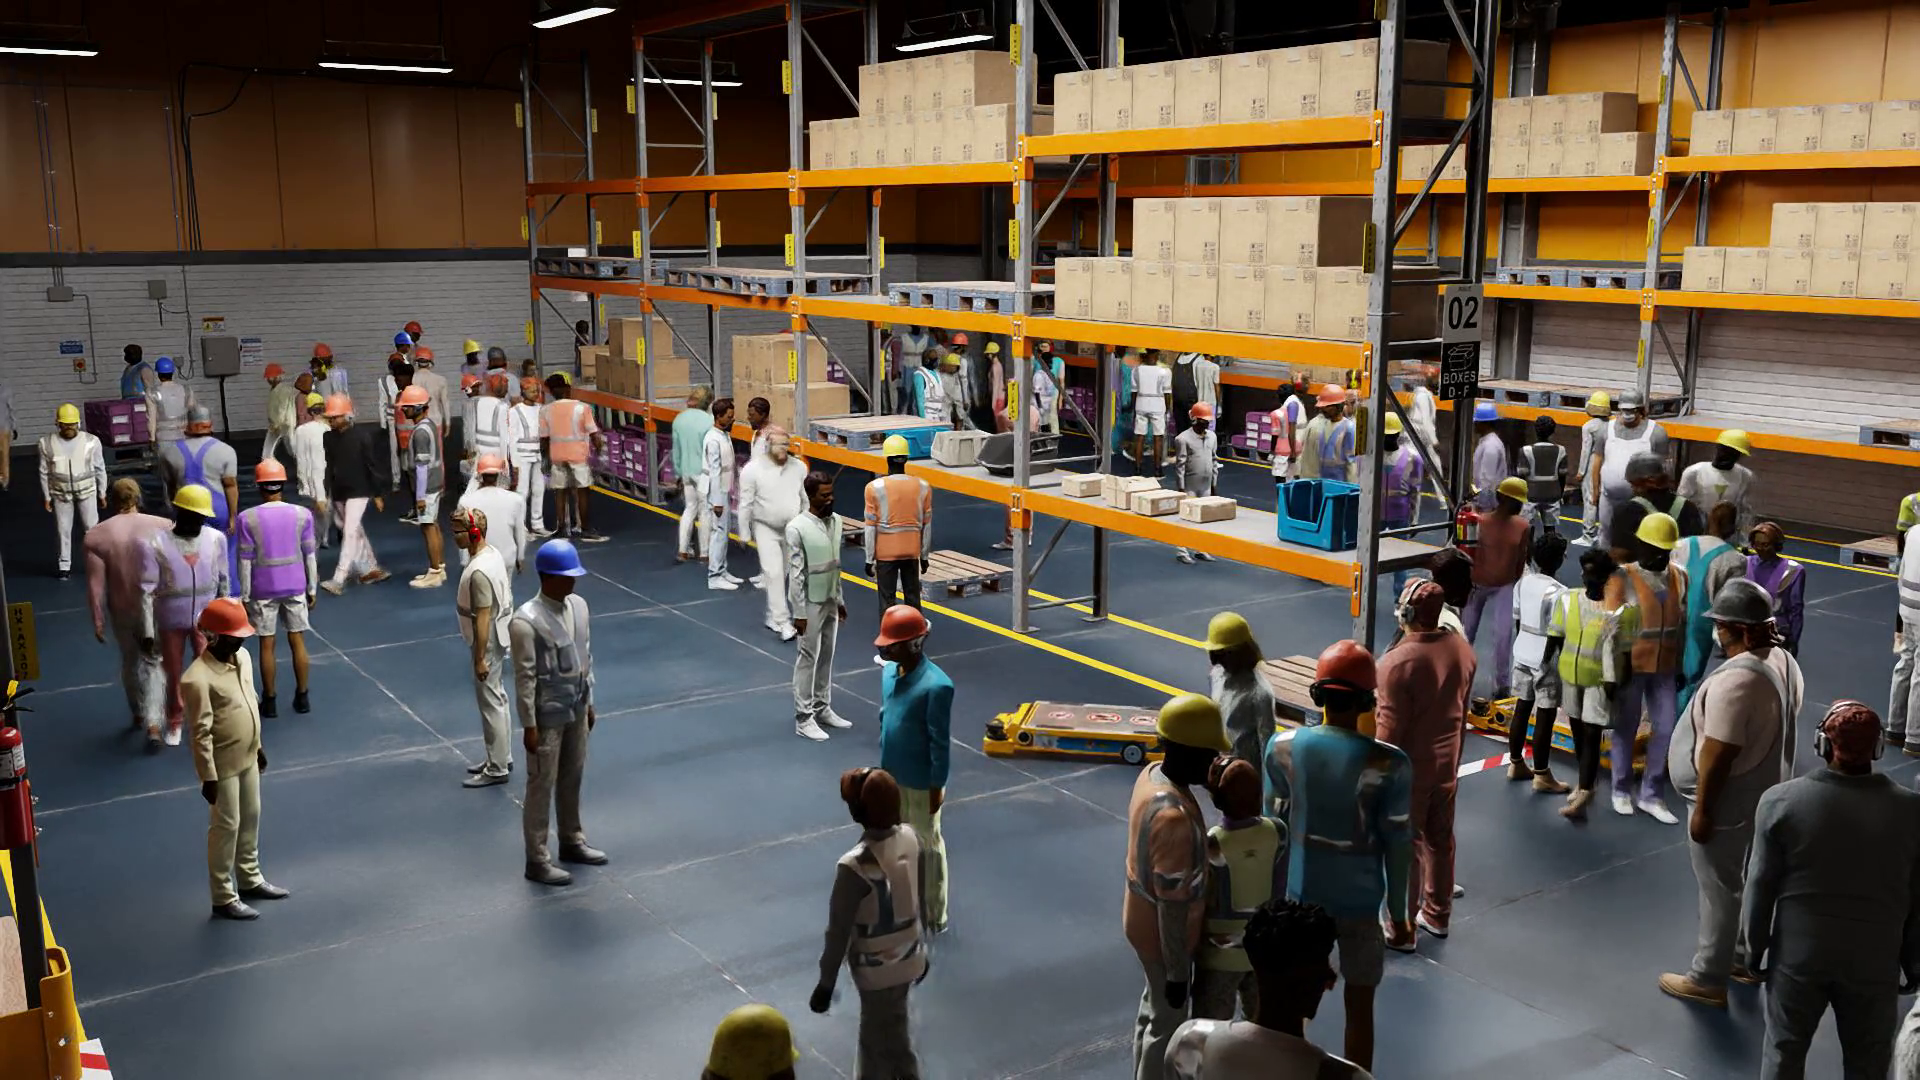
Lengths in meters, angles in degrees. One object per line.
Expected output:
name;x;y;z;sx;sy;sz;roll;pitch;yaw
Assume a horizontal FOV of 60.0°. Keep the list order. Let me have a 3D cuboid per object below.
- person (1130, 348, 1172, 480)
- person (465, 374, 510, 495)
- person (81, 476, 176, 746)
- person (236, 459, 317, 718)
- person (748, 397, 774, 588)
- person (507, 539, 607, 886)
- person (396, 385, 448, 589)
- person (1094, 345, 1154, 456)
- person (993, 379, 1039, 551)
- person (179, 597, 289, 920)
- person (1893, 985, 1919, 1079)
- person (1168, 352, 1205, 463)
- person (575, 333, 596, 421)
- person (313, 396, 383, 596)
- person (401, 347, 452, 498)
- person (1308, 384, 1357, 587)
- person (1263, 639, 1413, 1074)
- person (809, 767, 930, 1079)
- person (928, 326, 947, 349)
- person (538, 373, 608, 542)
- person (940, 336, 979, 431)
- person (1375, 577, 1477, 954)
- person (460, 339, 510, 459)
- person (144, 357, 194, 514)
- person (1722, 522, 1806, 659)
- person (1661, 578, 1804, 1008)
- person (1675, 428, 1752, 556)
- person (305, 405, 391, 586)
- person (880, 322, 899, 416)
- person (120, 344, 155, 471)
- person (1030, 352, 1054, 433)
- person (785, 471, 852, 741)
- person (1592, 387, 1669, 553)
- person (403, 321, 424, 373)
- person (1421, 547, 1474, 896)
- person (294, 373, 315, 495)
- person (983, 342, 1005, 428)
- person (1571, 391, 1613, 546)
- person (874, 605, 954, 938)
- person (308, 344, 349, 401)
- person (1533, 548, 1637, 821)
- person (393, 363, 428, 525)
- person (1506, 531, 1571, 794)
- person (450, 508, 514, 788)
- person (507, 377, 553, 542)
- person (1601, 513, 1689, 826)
person;2.690;-1.822;23.434;0.602;1.946;0.385;5;12;22
person;-5.611;-1.046;19.722;0.642;1.852;0.879;6;12;26
person;-5.796;0.500;11.717;0.615;1.904;0.997;-4;12;-20
person;-5.056;0.357;12.339;0.550;1.923;0.391;-8;14;-35
person;-1.928;-0.482;16.667;0.405;1.909;0.597;-4;12;-20
person;-2.241;0.947;9.266;0.409;1.938;0.607;5;12;25
person;-5.357;-0.524;16.569;0.398;2.039;0.610;-2;11;-10
person;2.619;-2.211;25.695;1.050;1.838;0.623;1;11;5
person;0.591;-0.837;18.484;0.402;1.906;0.673;9;14;38
person;-3.835;1.143;8.780;0.354;1.737;0.577;1;11;4
person;3.919;1.516;6.397;0.374;1.931;0.626;-2;11;-11
person;3.368;-2.121;24.706;0.536;2.000;0.688;-8;14;-36
person;-5.949;-2.368;26.477;0.328;1.842;0.516;-10;15;-43
person;-6.088;-0.450;16.420;0.655;1.934;1.029;4;12;19
person;-7.009;-1.534;21.853;0.635;1.985;0.414;-3;11;-14
person;3.736;-0.549;16.711;0.409;2.030;0.610;-5;12;-23
person;1.519;1.401;6.714;0.615;2.034;0.406;8;14;35
person;-0.365;1.663;6.447;0.721;1.608;0.532;6;12;26
person;-0.457;-3.138;30.451;0.430;1.836;0.640;7;13;31
person;-4.400;-0.920;18.881;0.754;1.930;0.363;2;11;9
person;0.046;-2.227;25.673;0.990;1.895;0.661;-10;15;-42
person;2.291;1.130;8.410;0.643;1.910;0.400;-8;13;-34
person;-7.111;-2.062;24.808;0.597;1.892;0.830;4;12;17
person;-9.814;-1.297;20.721;0.380;1.951;0.605;10;15;41
person;5.512;0.676;11.447;0.527;1.632;0.312;9;14;39
person;3.626;1.168;7.872;0.681;2.000;0.535;-9;14;-40
person;6.464;-0.040;14.396;0.754;1.917;0.631;3;11;15
person;-6.245;-0.464;16.698;1.042;1.865;0.693;5;12;24
person;-1.321;-3.099;30.274;0.403;1.825;0.593;-7;13;-33
person;-11.981;-1.933;24.258;0.619;1.845;0.430;9;14;38
person;1.145;-1.972;24.887;0.478;1.674;0.733;4;12;20
person;-1.020;0.451;11.858;0.386;1.918;0.596;6;12;27
person;6.607;-0.515;16.486;0.687;2.000;0.536;7;13;31
person;-8.933;-2.582;27.214;0.412;1.986;0.616;1;11;6
person;2.595;0.981;9.150;0.383;1.916;0.591;1;11;4
person;-8.689;-1.407;22.131;0.293;1.624;0.497;-1;11;-7
person;0.545;-2.189;25.809;0.382;1.755;0.537;1;11;4
person;7.145;-0.799;18.703;0.484;1.746;0.288;-5;12;-24
person;-0.264;1.183;8.576;0.352;1.738;0.573;-8;14;-35
person;-8.955;-1.847;23.678;0.564;1.896;0.497;-7;13;-33
person;3.807;0.882;10.270;0.739;1.667;0.552;-8;14;-37
person;-6.606;-1.163;20.030;0.363;1.957;0.604;-11;15;-43
person;3.760;0.782;10.727;0.317;1.700;0.538;-3;12;-16
person;-3.085;0.691;10.851;0.394;1.836;0.560;-2;11;-12
person;-4.914;-0.927;19.025;0.353;1.877;0.588;6;13;29
person;4.232;0.783;10.179;0.632;1.905;0.527;-3;11;-13
